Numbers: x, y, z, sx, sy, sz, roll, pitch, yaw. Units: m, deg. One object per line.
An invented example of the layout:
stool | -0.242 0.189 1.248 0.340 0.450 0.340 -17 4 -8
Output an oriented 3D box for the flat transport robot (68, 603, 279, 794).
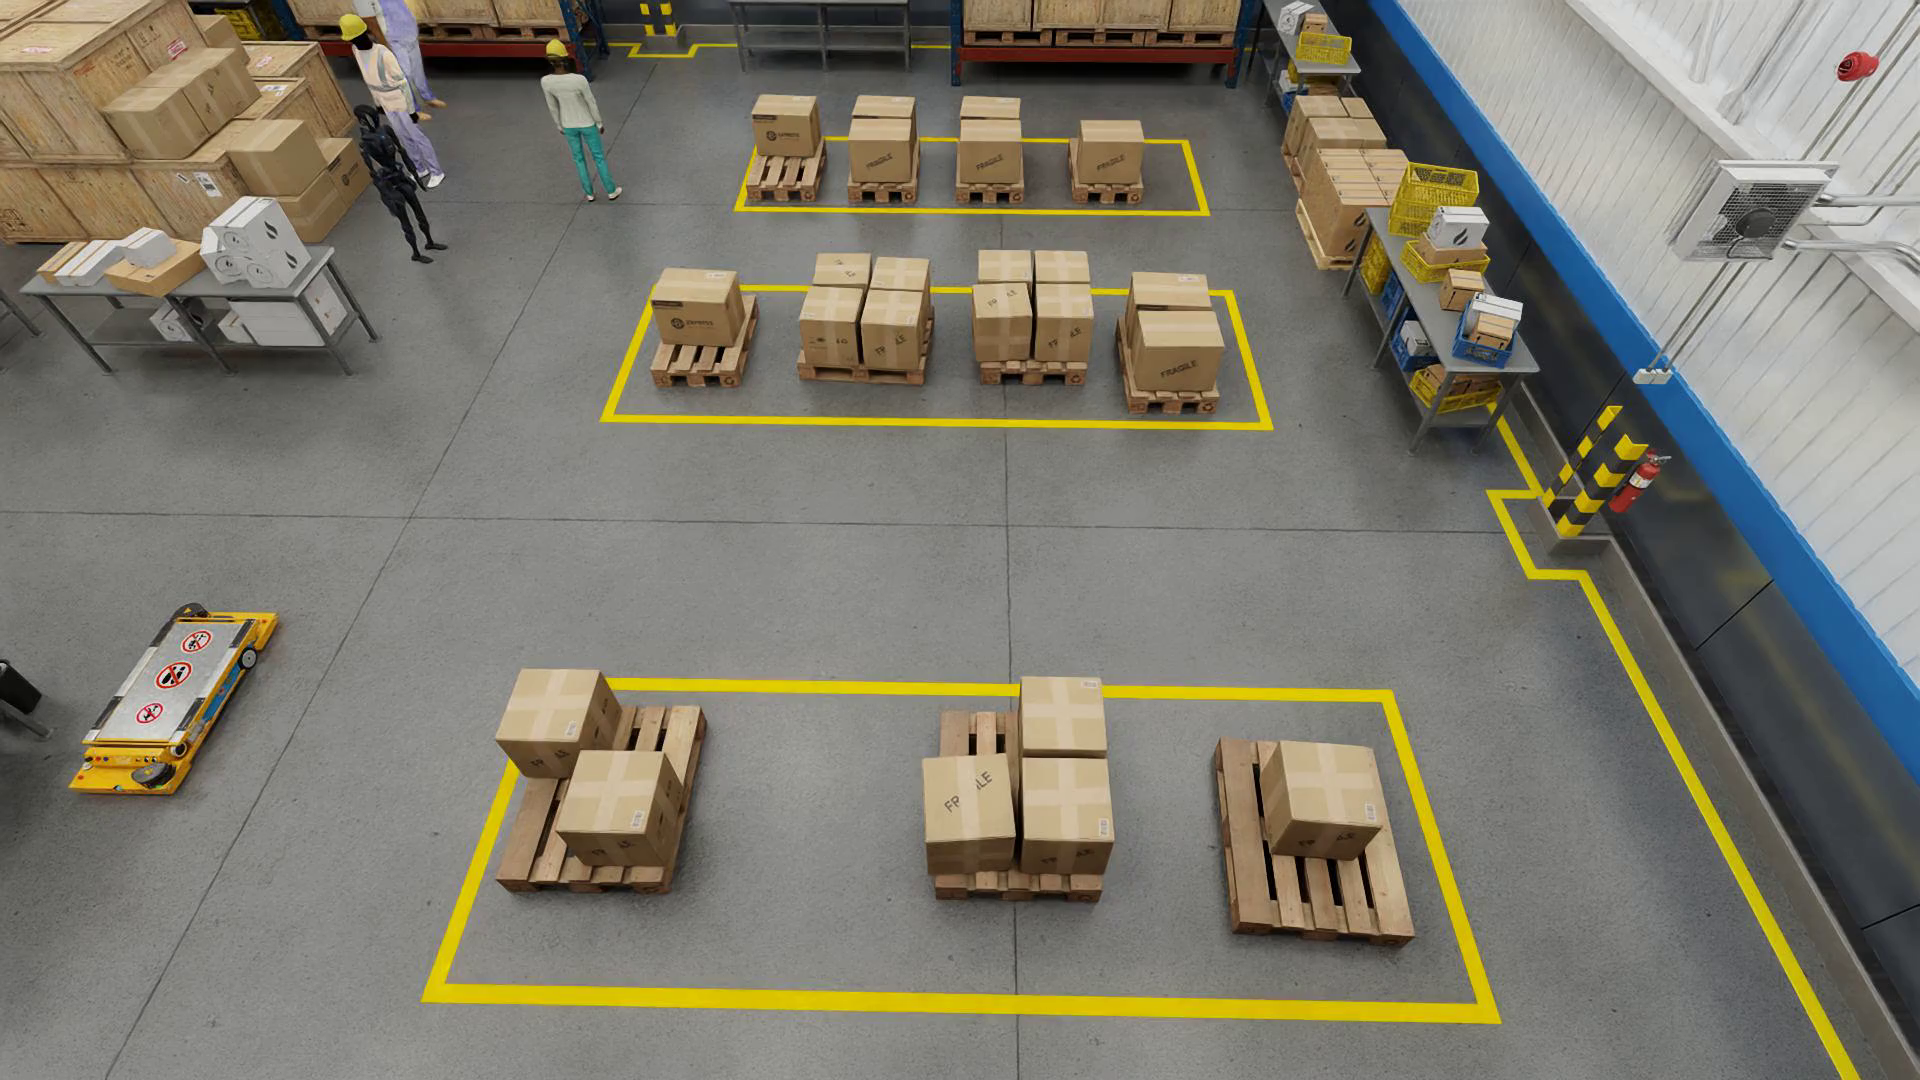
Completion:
flat transport robot | -5.504 1.072 6.442 0.652 0.197 1.431 1 50 1

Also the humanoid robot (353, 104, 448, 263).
humanoid robot | -5.879 -3.704 9.577 0.333 1.651 0.574 9 50 8

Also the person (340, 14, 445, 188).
person | -6.515 -5.014 10.531 0.585 1.915 0.387 19 52 16

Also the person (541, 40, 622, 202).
person | -4.307 -4.703 10.370 0.523 1.760 0.323 -3 50 -3

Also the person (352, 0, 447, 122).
person | -7.142 -6.427 11.646 0.538 2.000 0.684 5 50 4
